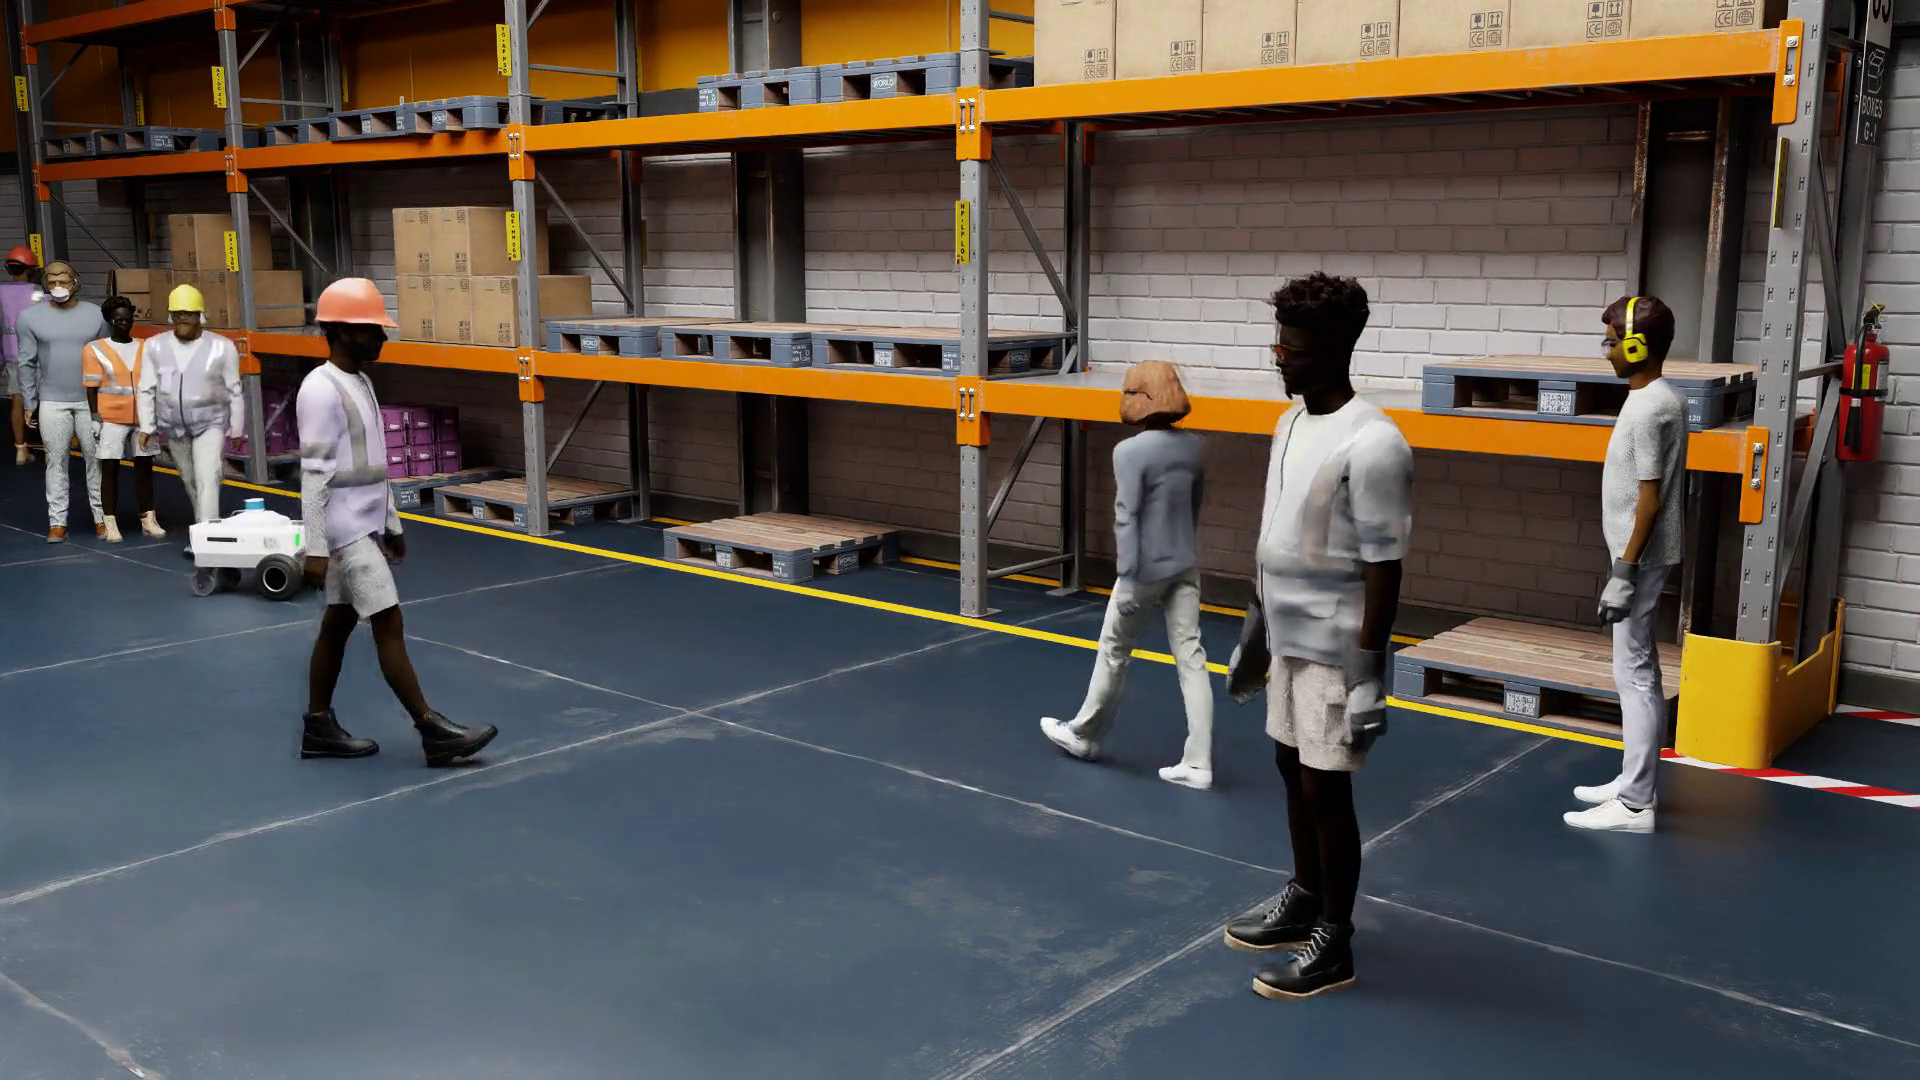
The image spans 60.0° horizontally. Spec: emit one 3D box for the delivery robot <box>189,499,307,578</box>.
[{"bbox_3d":[-4.115,0.001,9.737,0.707,0.478,0.477,1,10,7],"label":"delivery robot"}]

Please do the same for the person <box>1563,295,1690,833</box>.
[{"bbox_3d":[2.330,0.090,5.775,0.327,1.865,0.519,5,11,28],"label":"person"}]

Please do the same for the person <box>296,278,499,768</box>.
[{"bbox_3d":[-2.231,-0.052,6.470,0.863,1.901,0.576,-1,10,-6],"label":"person"}]

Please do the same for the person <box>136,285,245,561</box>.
[{"bbox_3d":[-4.961,-0.741,10.726,0.592,1.780,0.963,-1,10,-5],"label":"person"}]

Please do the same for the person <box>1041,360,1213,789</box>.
[{"bbox_3d":[0.680,0.114,6.363,0.527,1.592,0.827,-8,13,-40],"label":"person"}]

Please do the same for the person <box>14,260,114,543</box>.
[{"bbox_3d":[-6.121,-0.948,11.468,0.635,1.937,0.354,-5,11,-26],"label":"person"}]

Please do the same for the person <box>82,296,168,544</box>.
[{"bbox_3d":[-5.765,-0.835,11.513,0.322,1.697,0.536,9,13,42],"label":"person"}]

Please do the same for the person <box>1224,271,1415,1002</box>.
[{"bbox_3d":[0.961,0.265,4.533,0.397,1.961,0.658,-2,10,-12],"label":"person"}]

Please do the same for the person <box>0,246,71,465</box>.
[{"bbox_3d":[-8.723,-1.725,15.596,0.615,2.040,0.391,-1,10,-6],"label":"person"}]
